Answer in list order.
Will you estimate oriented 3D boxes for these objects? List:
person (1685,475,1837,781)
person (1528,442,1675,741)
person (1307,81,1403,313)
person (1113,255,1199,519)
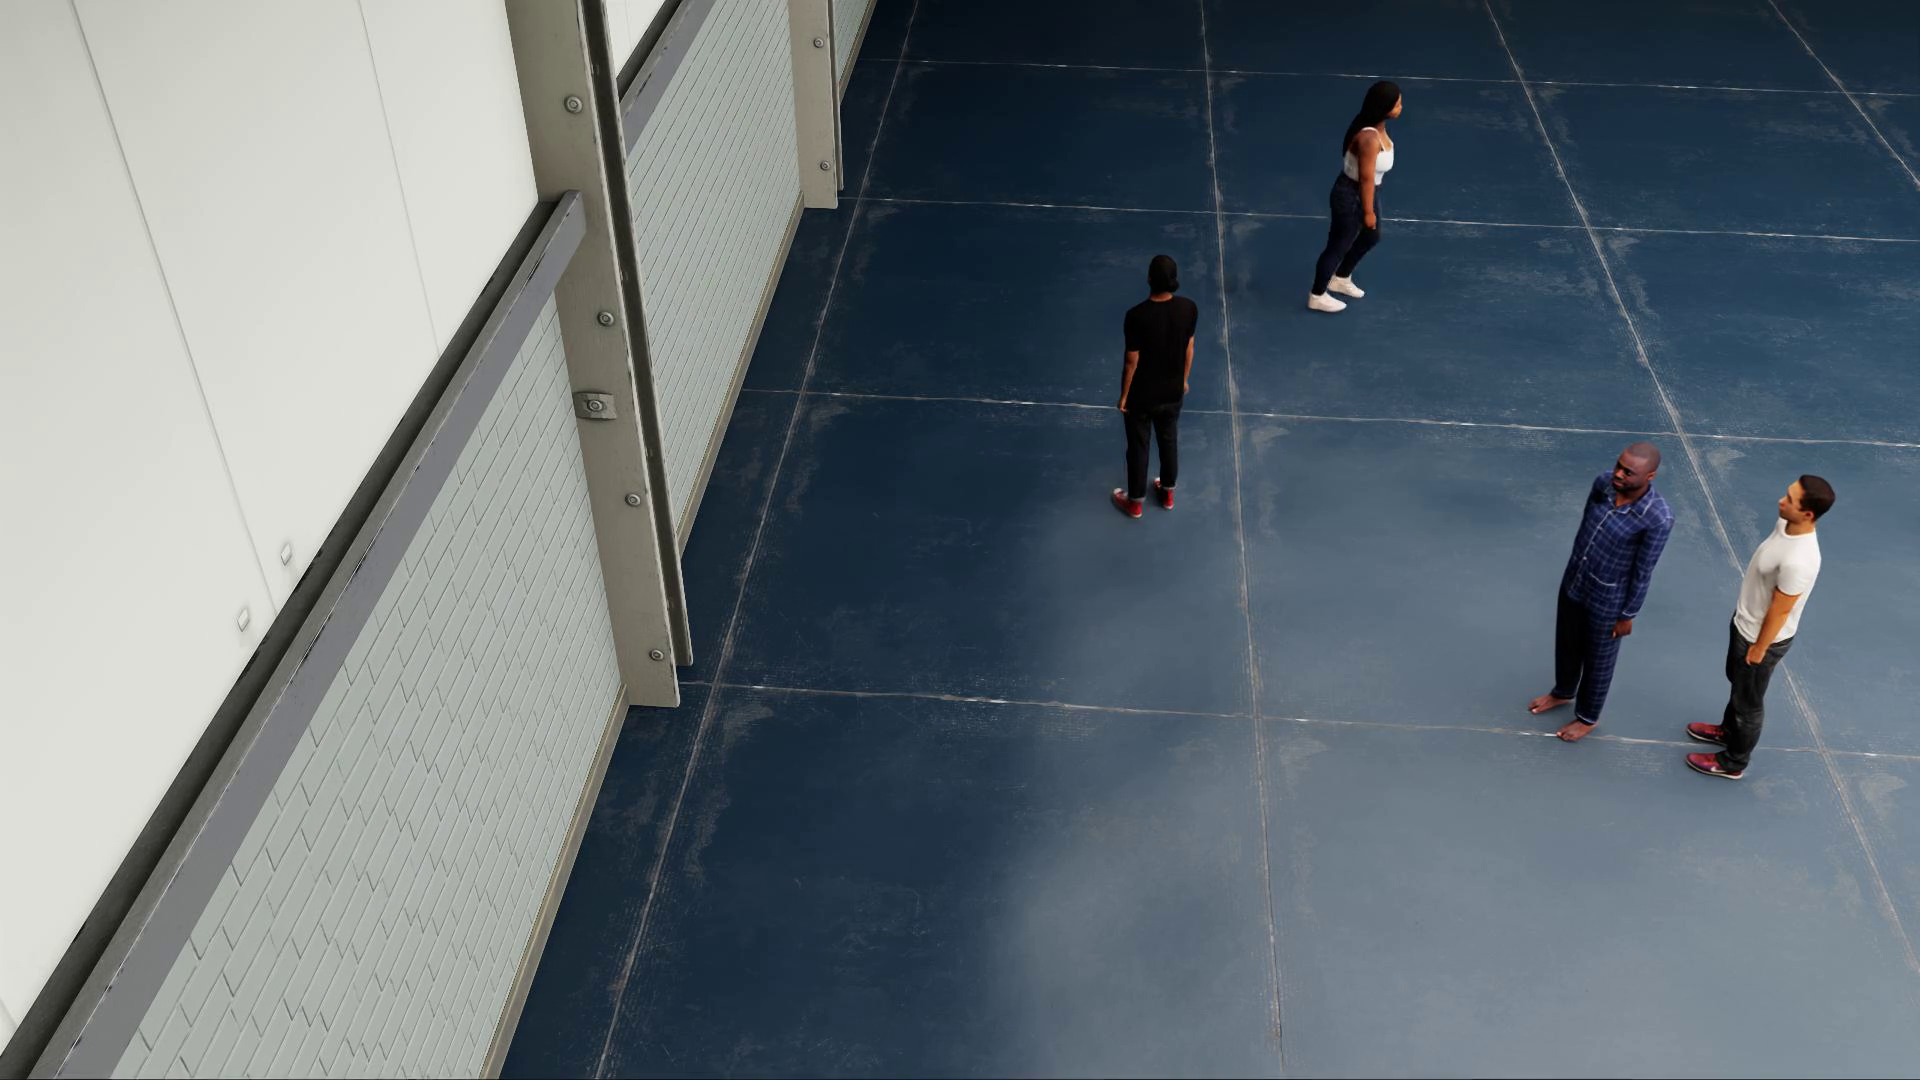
[{"bbox_3d":[4.028,0.439,8.292,0.721,1.801,0.539,10,39,12],"label":"person"},{"bbox_3d":[3.295,0.245,8.526,0.803,1.817,0.679,-13,40,-16],"label":"person"},{"bbox_3d":[2.753,-2.468,12.016,0.789,1.791,0.709,14,40,17],"label":"person"},{"bbox_3d":[1.177,-0.924,10.070,0.710,1.757,0.701,-14,40,-17],"label":"person"}]
